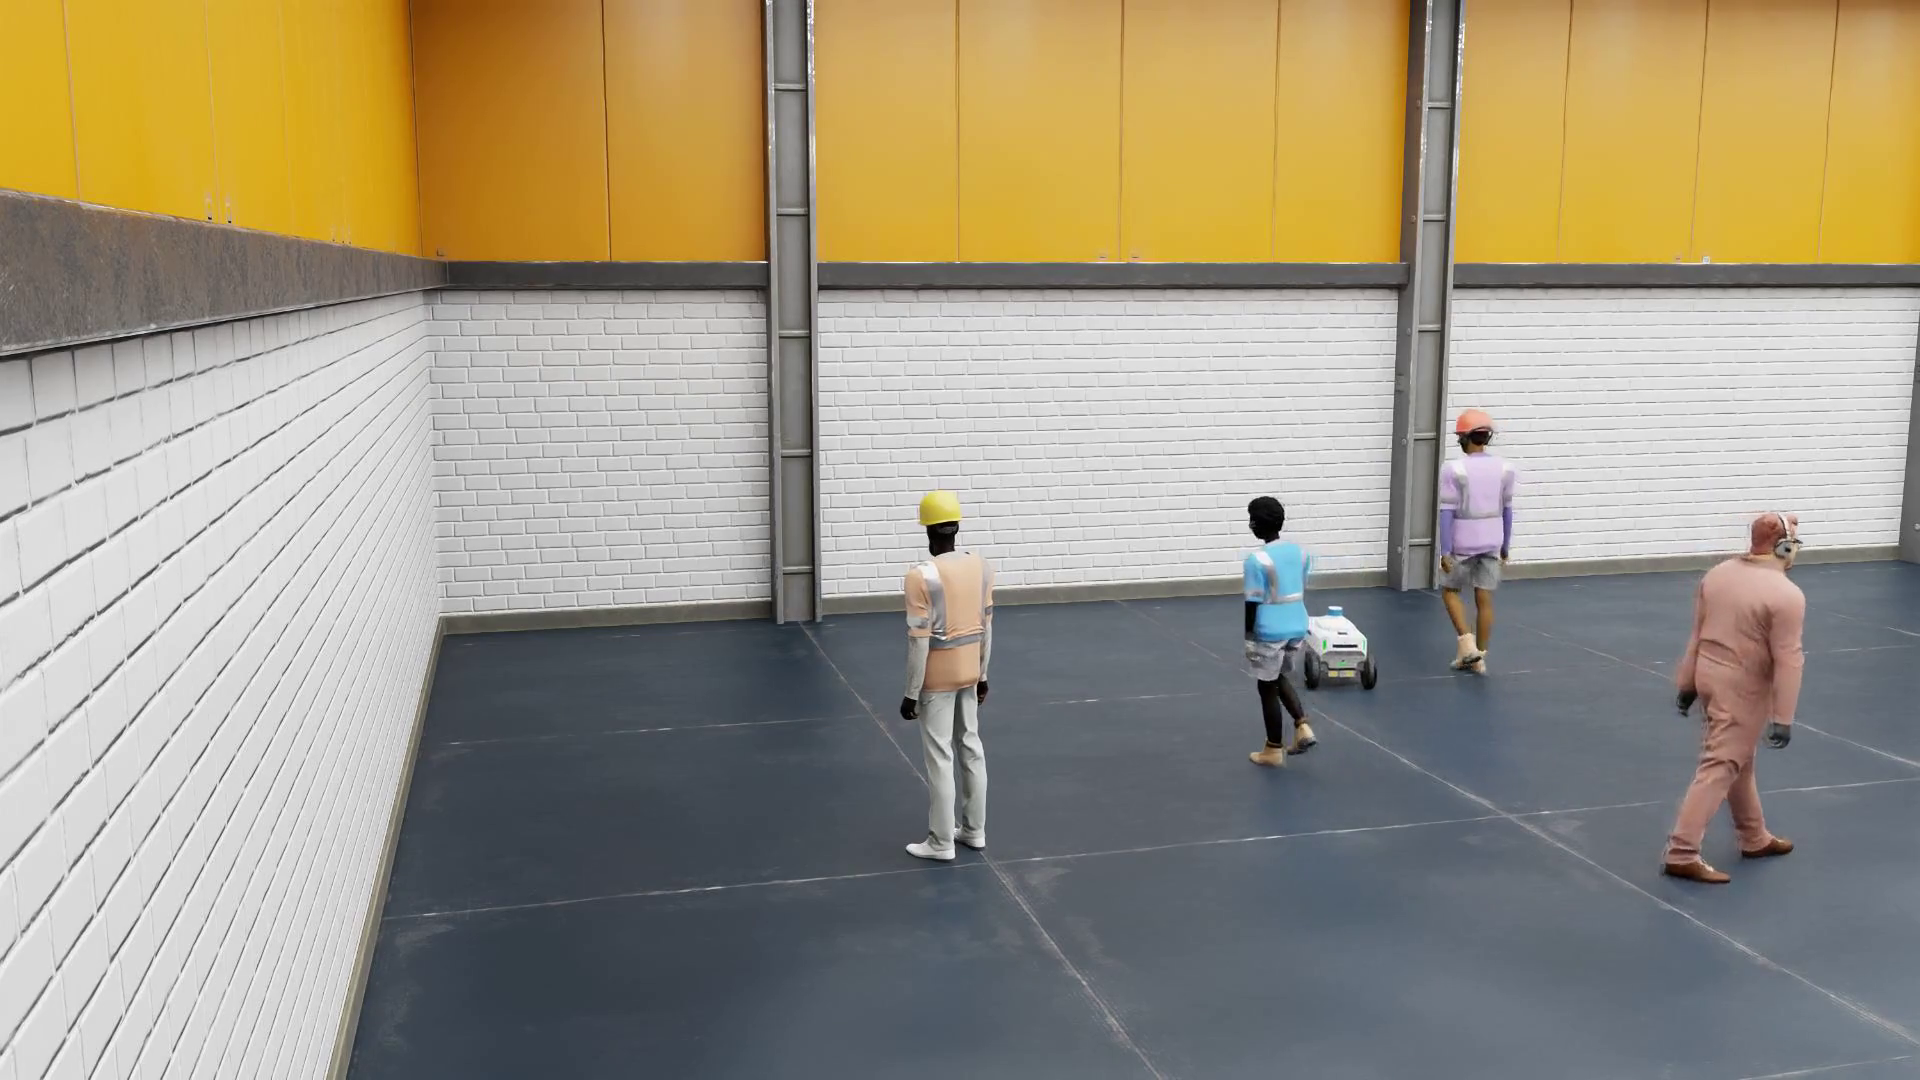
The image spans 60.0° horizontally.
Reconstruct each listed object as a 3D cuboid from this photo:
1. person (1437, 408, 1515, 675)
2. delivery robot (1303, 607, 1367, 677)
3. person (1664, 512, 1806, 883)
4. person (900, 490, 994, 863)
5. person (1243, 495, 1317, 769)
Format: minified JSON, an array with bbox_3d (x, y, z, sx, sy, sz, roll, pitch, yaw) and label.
[{"bbox_3d":[3.872,0.025,12.536,0.638,2.029,0.468,-2,9,-10],"label":"person"},{"bbox_3d":[2.778,0.739,12.342,0.477,0.478,0.707,0,9,0],"label":"delivery robot"},{"bbox_3d":[3.960,0.780,8.365,0.865,1.852,0.668,-2,9,-9],"label":"person"},{"bbox_3d":[-0.082,0.701,8.608,0.375,1.922,0.594,9,13,44],"label":"person"},{"bbox_3d":[1.933,0.583,10.187,0.557,1.644,0.379,-7,11,-36],"label":"person"}]
